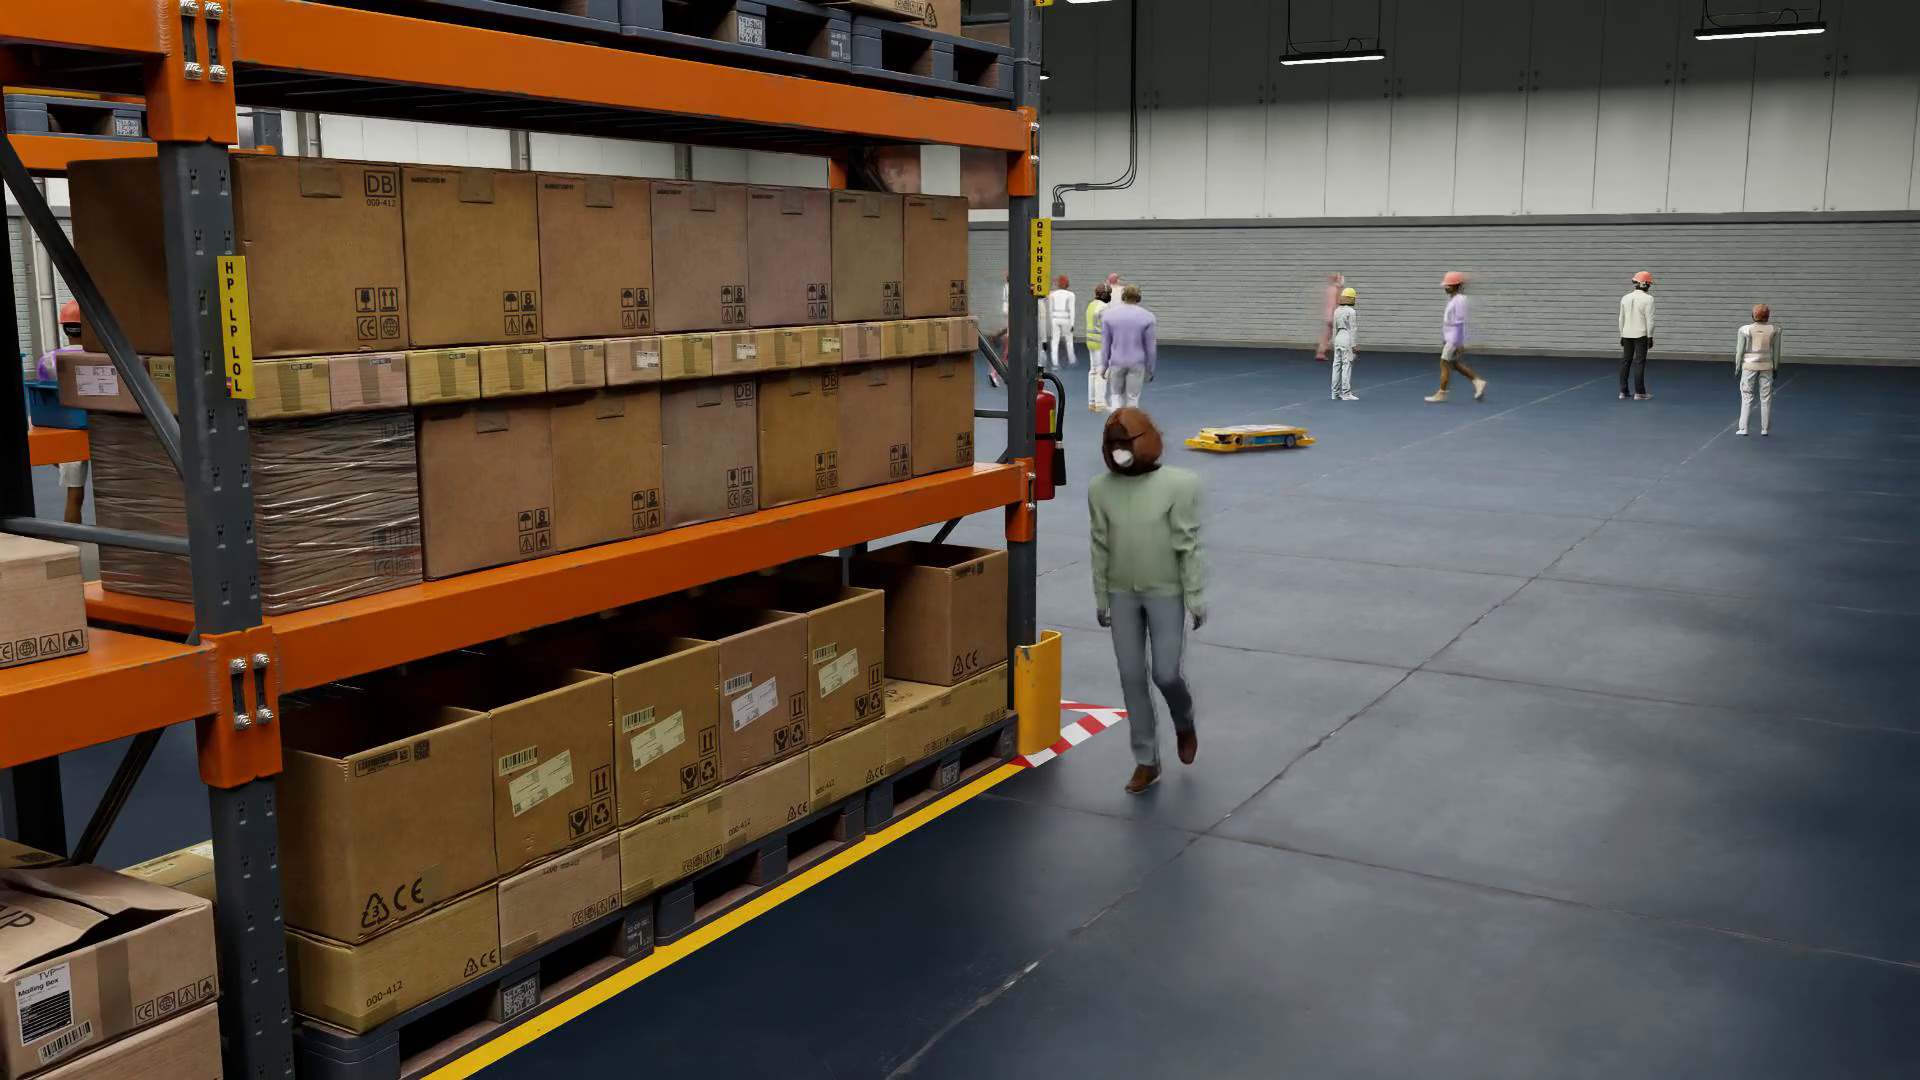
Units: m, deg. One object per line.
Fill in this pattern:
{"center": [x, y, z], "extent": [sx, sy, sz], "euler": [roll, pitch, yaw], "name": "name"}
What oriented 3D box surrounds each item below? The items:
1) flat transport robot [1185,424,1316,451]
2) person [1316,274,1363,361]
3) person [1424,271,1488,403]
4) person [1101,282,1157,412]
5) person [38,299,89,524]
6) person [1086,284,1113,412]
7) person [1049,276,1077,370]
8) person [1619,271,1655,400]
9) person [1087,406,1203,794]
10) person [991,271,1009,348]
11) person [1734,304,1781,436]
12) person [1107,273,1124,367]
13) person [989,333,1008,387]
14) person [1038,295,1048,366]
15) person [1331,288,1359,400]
{"center": [3.389, -1.202, 19.349], "extent": [1.431, 0.197, 0.652], "euler": [-6, 11, -31], "name": "flat transport robot"}
{"center": [8.009, -4.691, 35.143], "extent": [0.984, 1.849, 0.671], "euler": [3, 10, 15], "name": "person"}
{"center": [7.564, -3.064, 25.180], "extent": [0.857, 2.013, 0.635], "euler": [1, 10, 9], "name": "person"}
{"center": [1.975, -2.034, 19.386], "extent": [0.655, 1.919, 0.515], "euler": [2, 10, 12], "name": "person"}
{"center": [-6.111, -0.712, 11.659], "extent": [0.540, 1.929, 0.391], "euler": [-2, 10, -11], "name": "person"}
{"center": [2.038, -2.755, 23.881], "extent": [0.428, 1.835, 0.627], "euler": [-3, 10, -16], "name": "person"}
{"center": [2.033, -4.284, 32.851], "extent": [0.582, 1.822, 0.996], "euler": [4, 11, 23], "name": "person"}
{"center": [10.565, -3.186, 25.942], "extent": [0.392, 1.990, 0.611], "euler": [-5, 11, -26], "name": "person"}
{"center": [0.789, 0.237, 6.987], "extent": [0.530, 1.610, 0.423], "euler": [5, 11, 28], "name": "person"}
{"center": [1.117, -5.453, 39.445], "extent": [0.620, 1.922, 0.550], "euler": [0, 10, -1], "name": "person"}
{"center": [9.869, -2.100, 20.604], "extent": [0.515, 1.641, 0.315], "euler": [2, 10, 11], "name": "person"}
{"center": [3.085, -4.388, 33.256], "extent": [0.674, 1.890, 0.525], "euler": [0, 10, 2], "name": "person"}
{"center": [0.884, -3.416, 28.012], "extent": [0.751, 1.740, 0.524], "euler": [-4, 11, -24], "name": "person"}
{"center": [1.249, -3.247, 26.530], "extent": [0.426, 1.907, 0.607], "euler": [-3, 10, -15], "name": "person"}
{"center": [5.993, -3.037, 25.815], "extent": [0.305, 1.736, 0.484], "euler": [-5, 11, -27], "name": "person"}
